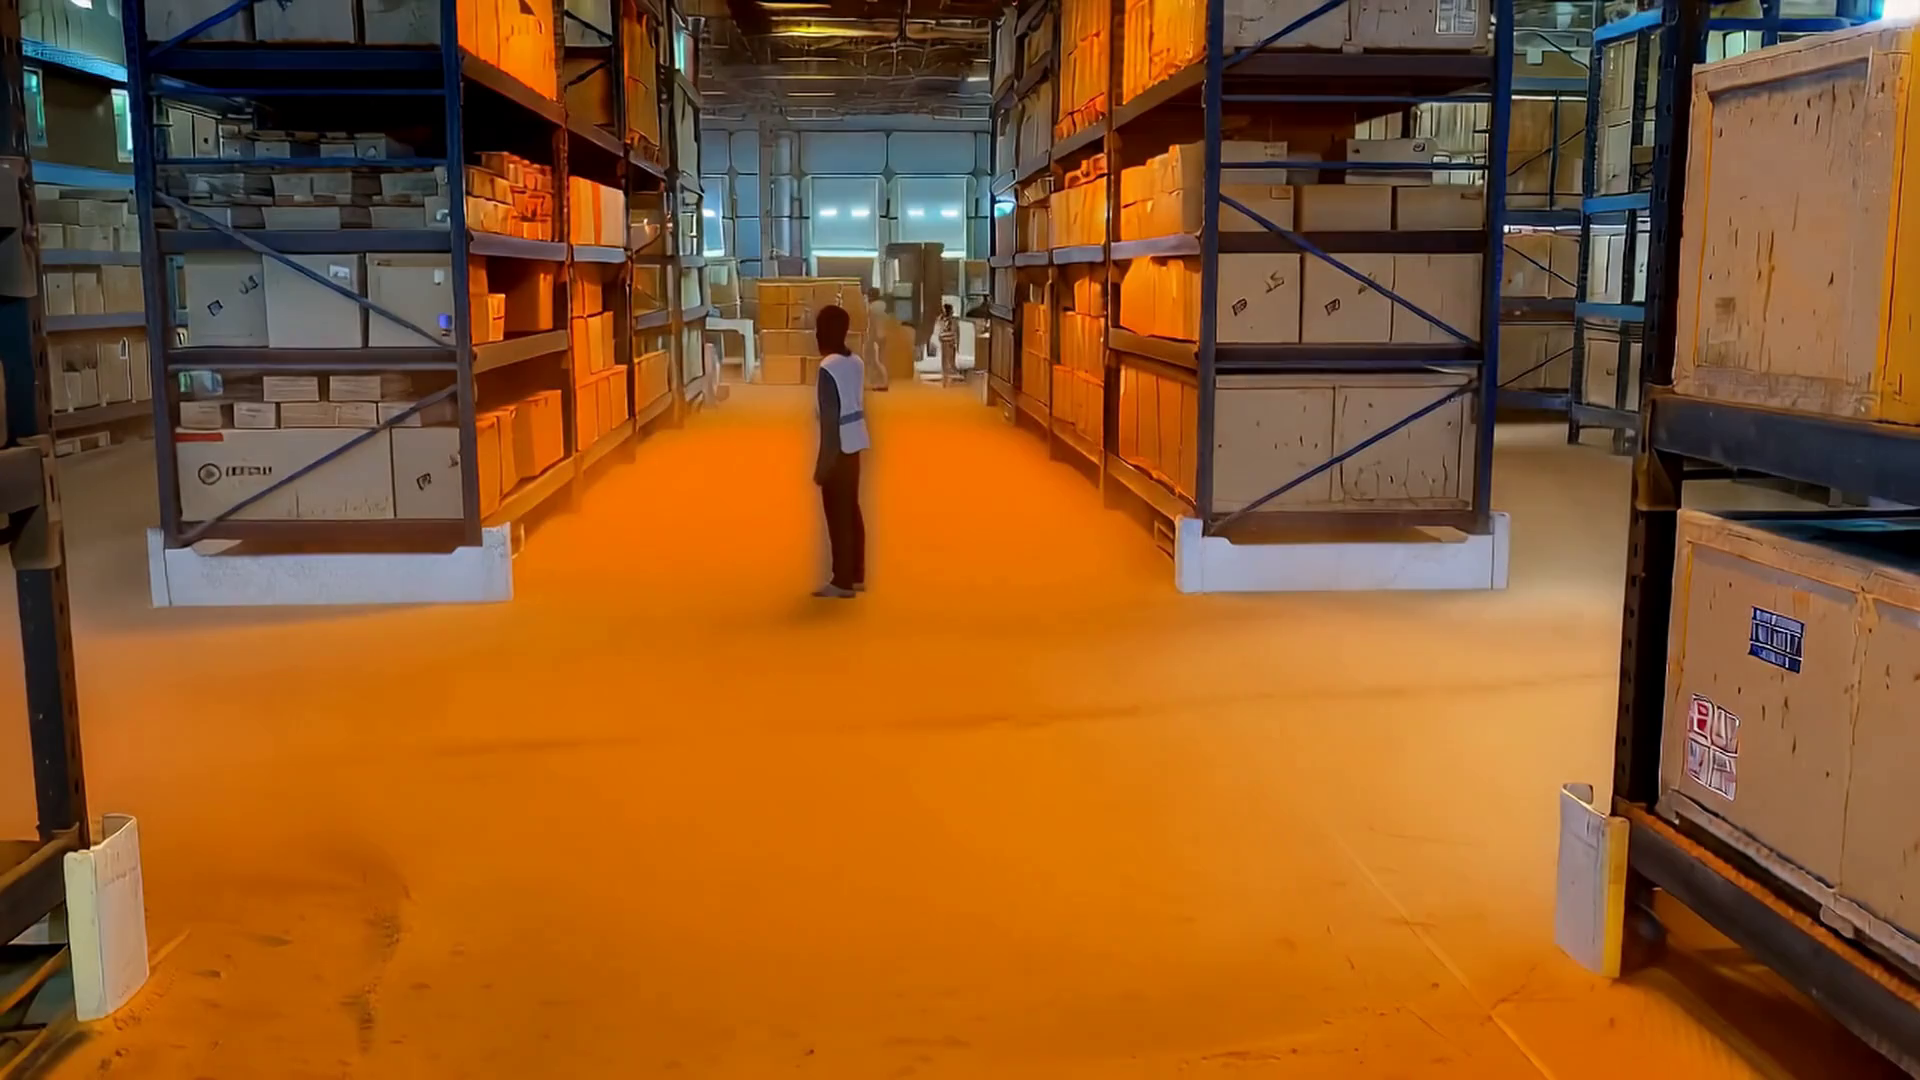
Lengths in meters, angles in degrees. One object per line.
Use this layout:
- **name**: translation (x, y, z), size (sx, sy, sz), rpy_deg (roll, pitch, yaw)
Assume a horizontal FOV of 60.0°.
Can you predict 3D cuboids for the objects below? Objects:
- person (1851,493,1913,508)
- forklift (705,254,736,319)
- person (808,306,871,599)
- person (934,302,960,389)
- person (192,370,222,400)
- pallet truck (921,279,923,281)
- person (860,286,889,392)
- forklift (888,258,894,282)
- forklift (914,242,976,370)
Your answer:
- **person**: translation (5.554, -0.227, 9.718), size (0.729, 1.602, 0.535), rpy_deg (-1, 9, -6)
- **forklift**: translation (-8.230, -8.396, 57.051), size (1.129, 2.768, 1.873), rpy_deg (-1, 9, -4)
- **person**: translation (-0.788, -0.570, 10.922), size (0.375, 1.917, 0.599), rpy_deg (3, 9, 16)
- **person**: translation (-0.237, -3.606, 30.923), size (0.534, 1.615, 0.389), rpy_deg (4, 10, 24)
- **person**: translation (-9.266, -2.108, 20.423), size (0.609, 1.964, 0.367), rpy_deg (8, 12, 42)
- **pallet truck**: translation (-0.932, -8.922, 63.114), size (1.885, 1.965, 0.823), rpy_deg (2, 9, 13)
- **person**: translation (-1.657, -3.625, 30.126), size (0.812, 1.906, 0.652), rpy_deg (1, 9, 4)
- **forklift**: translation (-1.537, -6.556, 45.497), size (1.129, 2.768, 1.873), rpy_deg (-2, 9, -13)
- **forklift**: translation (-0.619, -5.162, 36.742), size (1.873, 2.768, 1.129), rpy_deg (-1, 9, -5)
